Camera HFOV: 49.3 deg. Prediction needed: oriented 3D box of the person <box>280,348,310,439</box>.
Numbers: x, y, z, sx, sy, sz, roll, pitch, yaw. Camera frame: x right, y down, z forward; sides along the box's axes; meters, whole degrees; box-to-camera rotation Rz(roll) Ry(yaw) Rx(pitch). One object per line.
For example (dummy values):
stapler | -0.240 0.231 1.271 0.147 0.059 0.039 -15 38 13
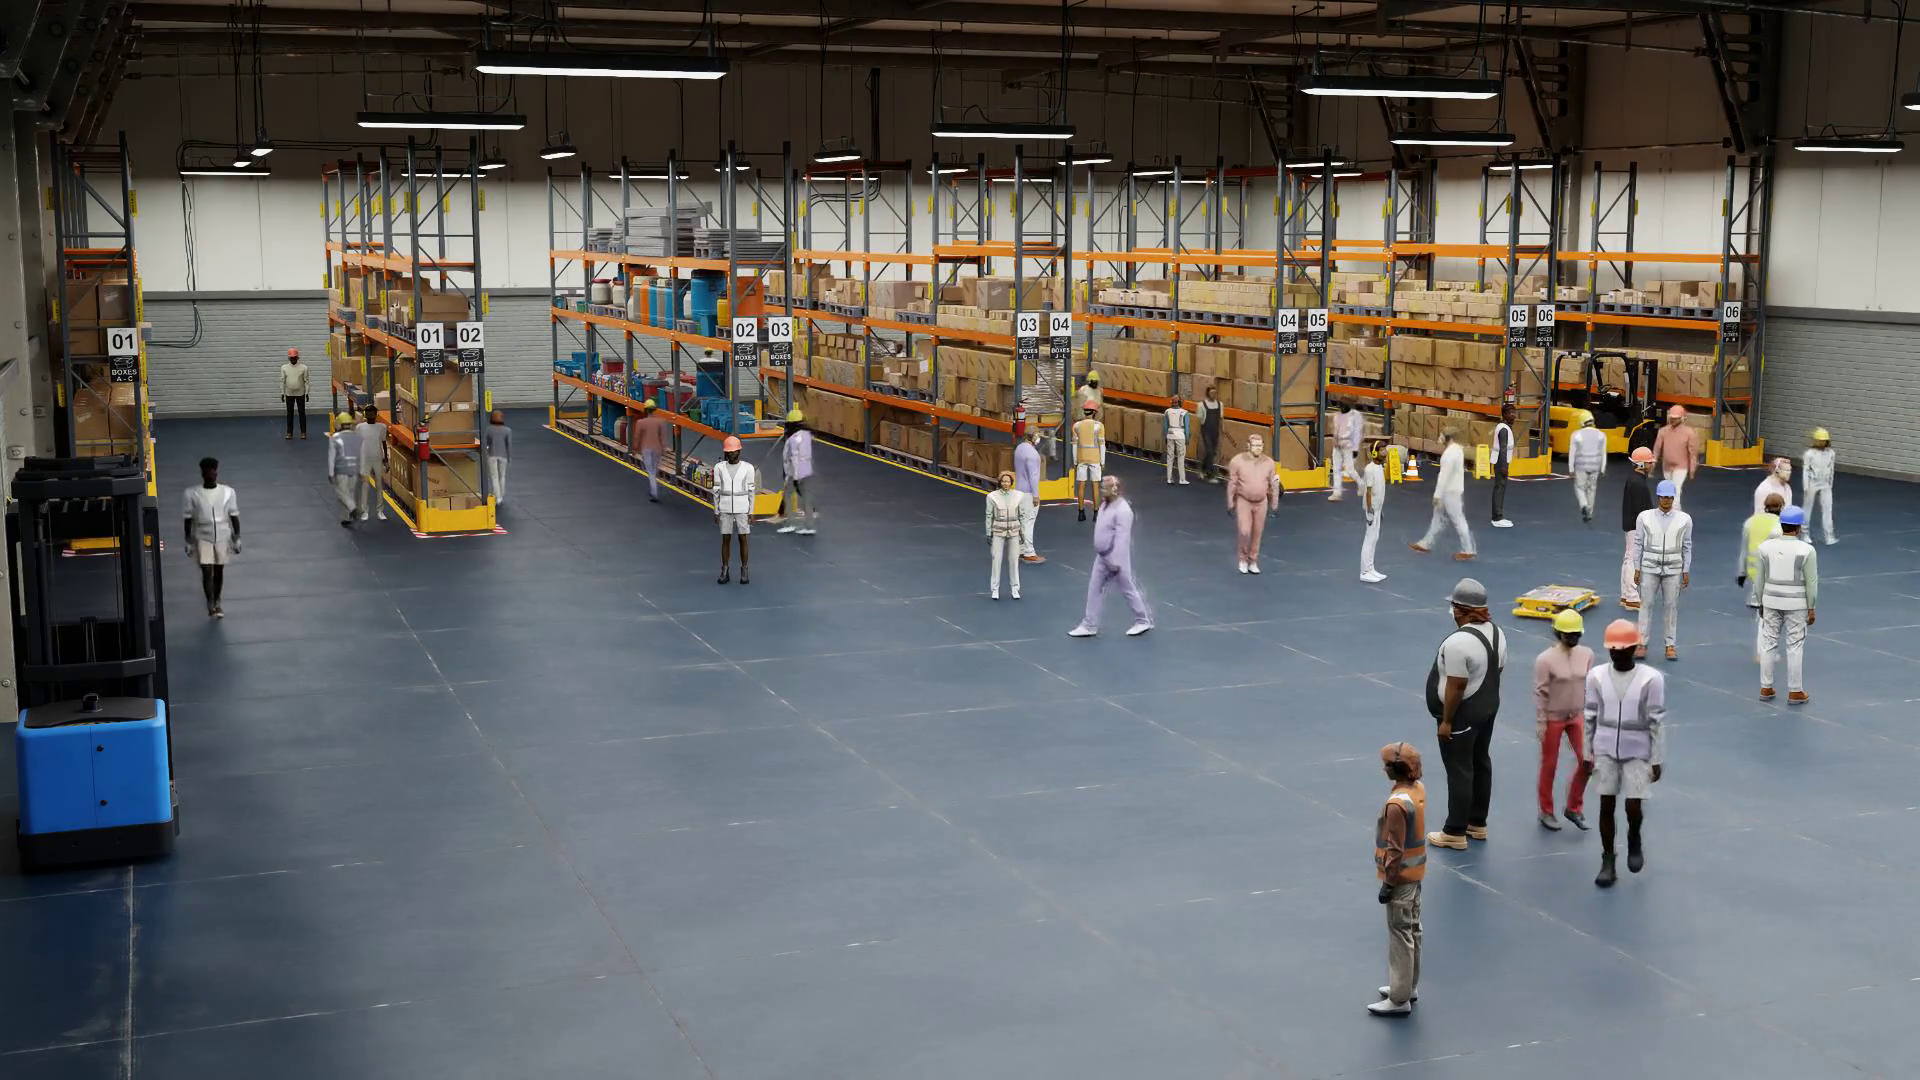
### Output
person | -14.679 -3.235 46.218 0.622 1.996 0.370 -1 9 -9

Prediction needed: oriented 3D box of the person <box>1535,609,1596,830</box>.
person | 4.685 1.393 16.166 0.561 1.745 0.532 -3 9 -17

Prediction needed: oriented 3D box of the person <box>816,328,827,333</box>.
person | -3.713 -4.551 55.042 0.659 1.993 0.451 -6 10 -34

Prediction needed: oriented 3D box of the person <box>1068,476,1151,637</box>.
person | 1.756 0.187 23.883 0.985 1.862 0.661 -4 9 -23

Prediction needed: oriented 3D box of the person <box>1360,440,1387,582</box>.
person | 5.490 -0.393 27.698 0.309 1.868 0.535 4 10 27

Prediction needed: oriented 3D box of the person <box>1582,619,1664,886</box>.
person | 4.712 1.499 14.910 0.565 1.918 0.466 5 10 30

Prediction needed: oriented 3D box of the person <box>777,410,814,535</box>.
person | -2.510 -1.026 31.807 0.721 1.899 0.610 5 10 29

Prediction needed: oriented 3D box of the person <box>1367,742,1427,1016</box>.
person | 2.628 2.005 12.486 0.307 1.637 0.511 4 9 25

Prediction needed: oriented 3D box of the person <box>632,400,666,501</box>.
person | -5.310 -1.537 35.812 0.535 1.718 0.903 -5 10 -29

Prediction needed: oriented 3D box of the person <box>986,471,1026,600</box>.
person | 0.569 -0.065 26.309 0.509 1.628 0.319 -1 9 -10

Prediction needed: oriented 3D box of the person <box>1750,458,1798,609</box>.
person | 9.957 -0.051 25.373 0.674 1.875 0.800 -8 12 -43

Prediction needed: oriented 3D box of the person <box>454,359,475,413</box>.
person | -10.382 -2.791 43.492 0.595 1.925 0.371 -4 9 -23

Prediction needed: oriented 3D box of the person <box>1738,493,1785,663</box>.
person | 8.773 0.400 22.601 0.592 1.810 0.692 -4 9 -25

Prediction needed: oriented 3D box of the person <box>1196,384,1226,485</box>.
person | 4.541 -1.952 38.286 0.511 1.822 0.788 -4 9 -25

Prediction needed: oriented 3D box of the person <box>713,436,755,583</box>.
person | -2.971 -0.399 27.511 0.551 1.936 0.357 0 9 2

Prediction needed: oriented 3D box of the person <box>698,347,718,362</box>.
person | -6.196 -3.912 51.588 0.539 1.762 0.505 -3 9 -20

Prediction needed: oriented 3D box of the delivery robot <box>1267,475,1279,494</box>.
delivery robot | 5.192 -1.053 36.289 0.477 0.478 0.707 -7 11 -38

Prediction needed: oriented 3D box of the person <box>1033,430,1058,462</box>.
person | 1.709 -2.523 41.967 0.578 1.861 0.784 -4 9 -25

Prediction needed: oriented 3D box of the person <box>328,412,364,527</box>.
person | -9.499 -1.085 32.493 0.562 1.809 0.601 8 11 41

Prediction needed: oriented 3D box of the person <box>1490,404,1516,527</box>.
person | 8.496 -1.180 32.792 0.399 1.915 0.589 2 9 13

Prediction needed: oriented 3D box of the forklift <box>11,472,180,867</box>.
forklift | -6.630 0.886 15.957 1.129 2.768 1.873 -3 9 -21

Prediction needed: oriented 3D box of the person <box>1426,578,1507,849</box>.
person | 3.797 1.314 15.890 0.538 2.000 0.686 8 12 42

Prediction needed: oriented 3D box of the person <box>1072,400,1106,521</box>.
person | 2.061 -1.268 33.338 0.542 1.928 0.374 3 9 19

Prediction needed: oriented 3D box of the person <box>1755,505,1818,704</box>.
person | 8.134 0.629 20.618 0.602 1.948 0.386 8 12 42

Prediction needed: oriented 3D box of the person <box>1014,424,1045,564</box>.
person | 0.955 -0.651 29.207 0.370 1.934 0.627 -3 9 -19

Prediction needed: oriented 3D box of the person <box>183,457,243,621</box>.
person | -8.840 -0.003 24.862 0.632 1.932 0.885 -6 10 -33

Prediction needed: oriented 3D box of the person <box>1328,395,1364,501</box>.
person | 6.614 -1.572 35.718 0.603 1.819 0.636 -7 11 -38

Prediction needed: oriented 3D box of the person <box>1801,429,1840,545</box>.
person | 12.634 -0.768 30.743 0.504 1.703 0.859 -1 9 -4

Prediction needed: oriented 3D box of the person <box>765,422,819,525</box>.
person | -2.620 -1.068 32.925 0.888 1.649 0.543 -2 9 -15

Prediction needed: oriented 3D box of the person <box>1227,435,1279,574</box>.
person | 3.961 -0.474 28.157 0.687 1.885 0.575 -1 9 -9

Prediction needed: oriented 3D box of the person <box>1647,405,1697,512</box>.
person | 10.911 -1.095 32.137 1.025 1.938 0.638 -7 11 -40

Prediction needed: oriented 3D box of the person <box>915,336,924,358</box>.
person | -1.041 -4.183 52.812 0.638 1.922 0.444 -1 9 -9

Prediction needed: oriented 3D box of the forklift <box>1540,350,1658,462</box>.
forklift | 12.897 -2.725 42.309 2.313 2.155 1.214 -3 9 -21

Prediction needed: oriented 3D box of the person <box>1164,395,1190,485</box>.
person | 3.930 -1.820 37.983 0.515 1.636 0.314 6 11 36

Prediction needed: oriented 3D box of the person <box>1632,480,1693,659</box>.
person | 7.609 0.314 22.711 0.605 1.951 0.383 2 9 14

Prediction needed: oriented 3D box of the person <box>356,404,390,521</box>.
person | -9.356 -1.238 33.353 0.515 1.865 0.329 -3 9 -22

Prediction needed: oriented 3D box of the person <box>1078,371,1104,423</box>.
person | 2.628 -2.473 41.769 0.599 1.814 0.424 -4 10 -27

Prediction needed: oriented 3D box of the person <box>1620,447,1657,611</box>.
person | 8.299 -0.147 25.642 0.377 1.995 0.608 1 9 8

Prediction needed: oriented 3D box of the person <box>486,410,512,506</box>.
person | -7.777 -1.390 35.224 0.498 1.599 0.824 -4 9 -23

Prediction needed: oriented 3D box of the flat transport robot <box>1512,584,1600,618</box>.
flat transport robot | 7.280 0.746 25.545 0.652 0.197 1.431 5 10 32

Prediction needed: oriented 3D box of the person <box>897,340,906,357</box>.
person | -1.535 -4.064 52.248 0.673 1.860 0.713 4 9 25

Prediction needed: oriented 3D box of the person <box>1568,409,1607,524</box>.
person | 9.871 -1.141 32.906 0.609 1.811 0.564 0 9 -1

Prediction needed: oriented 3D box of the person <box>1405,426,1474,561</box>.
person | 6.778 -0.659 29.398 1.000 1.885 0.658 3 9 21
